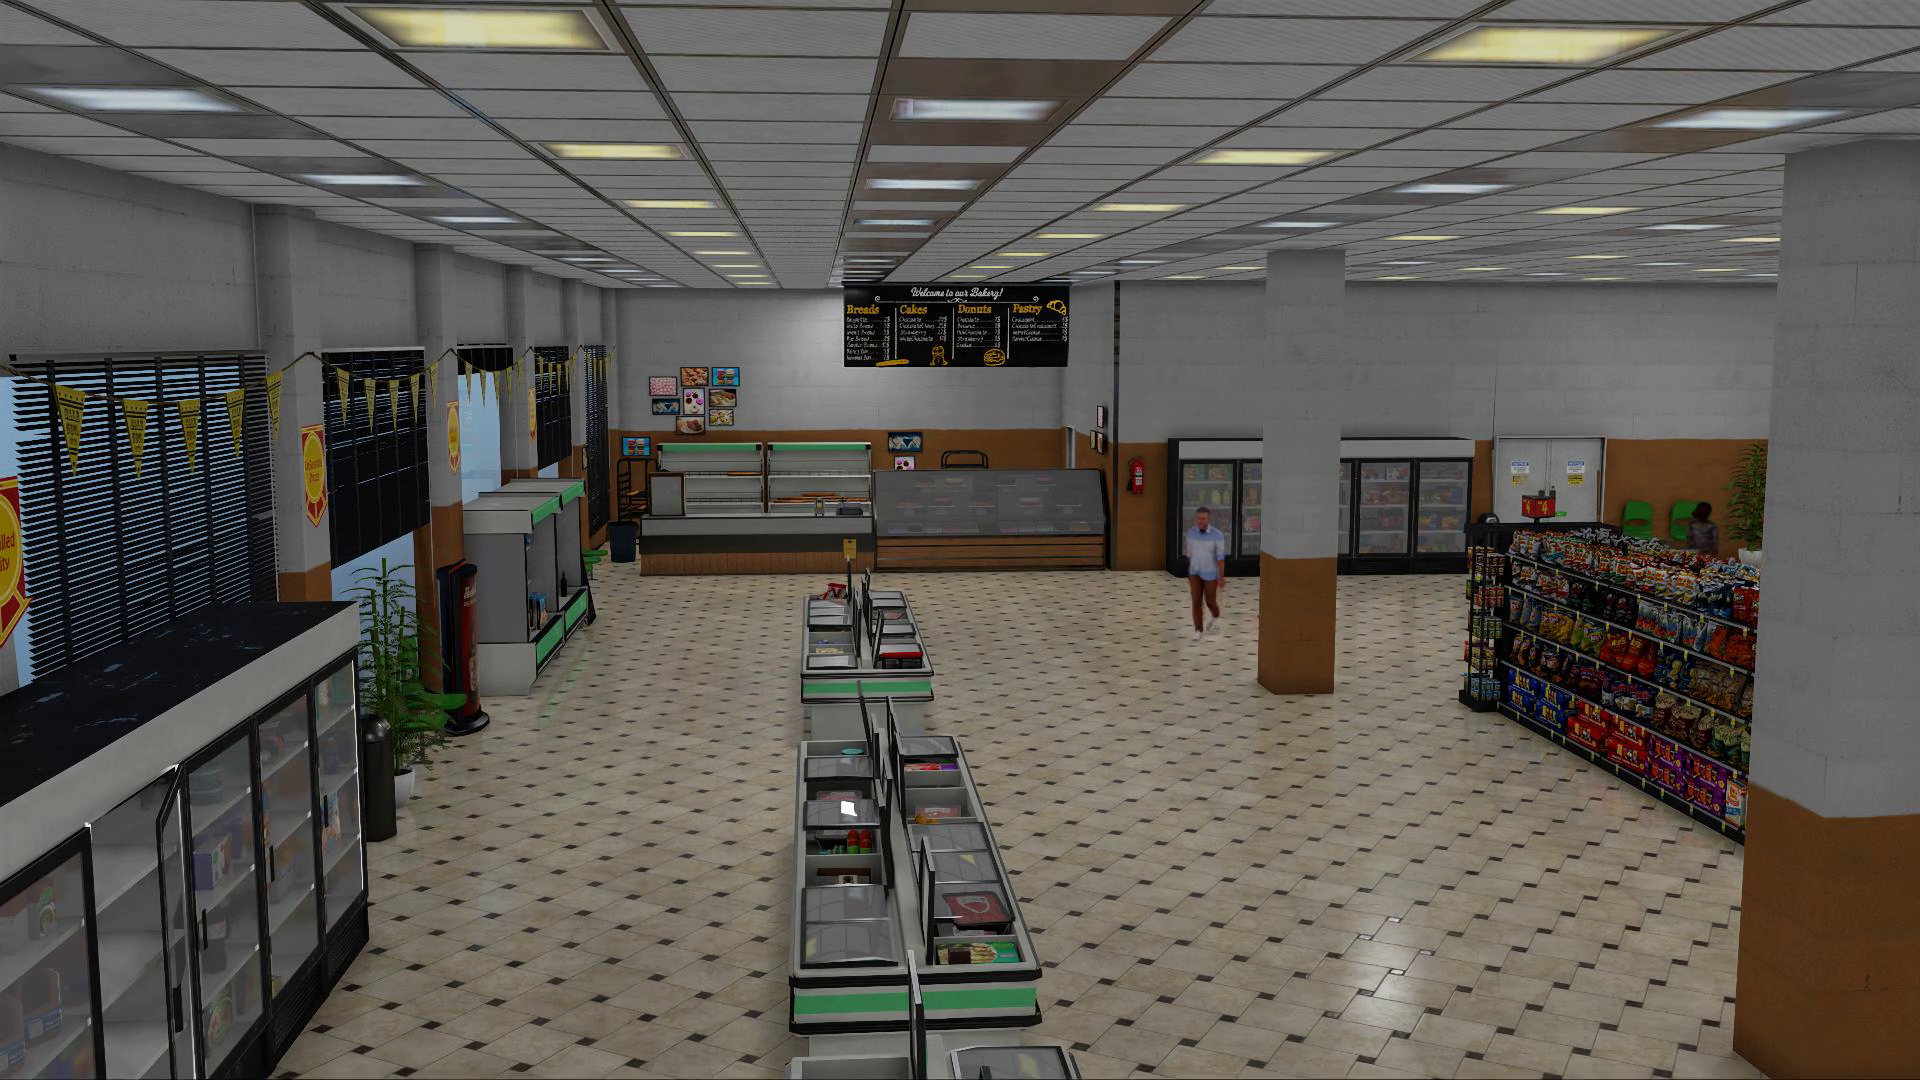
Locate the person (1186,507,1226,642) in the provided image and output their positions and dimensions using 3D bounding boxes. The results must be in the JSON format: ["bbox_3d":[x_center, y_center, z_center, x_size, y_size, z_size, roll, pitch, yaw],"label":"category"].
[{"bbox_3d":[3.270,0.451,22.211,0.993,1.775,1.192,3,7,22],"label":"person"}]

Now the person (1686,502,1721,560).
[{"bbox_3d":[10.490,0.320,23.593,0.774,1.704,0.710,-6,9,-41],"label":"person"}]
